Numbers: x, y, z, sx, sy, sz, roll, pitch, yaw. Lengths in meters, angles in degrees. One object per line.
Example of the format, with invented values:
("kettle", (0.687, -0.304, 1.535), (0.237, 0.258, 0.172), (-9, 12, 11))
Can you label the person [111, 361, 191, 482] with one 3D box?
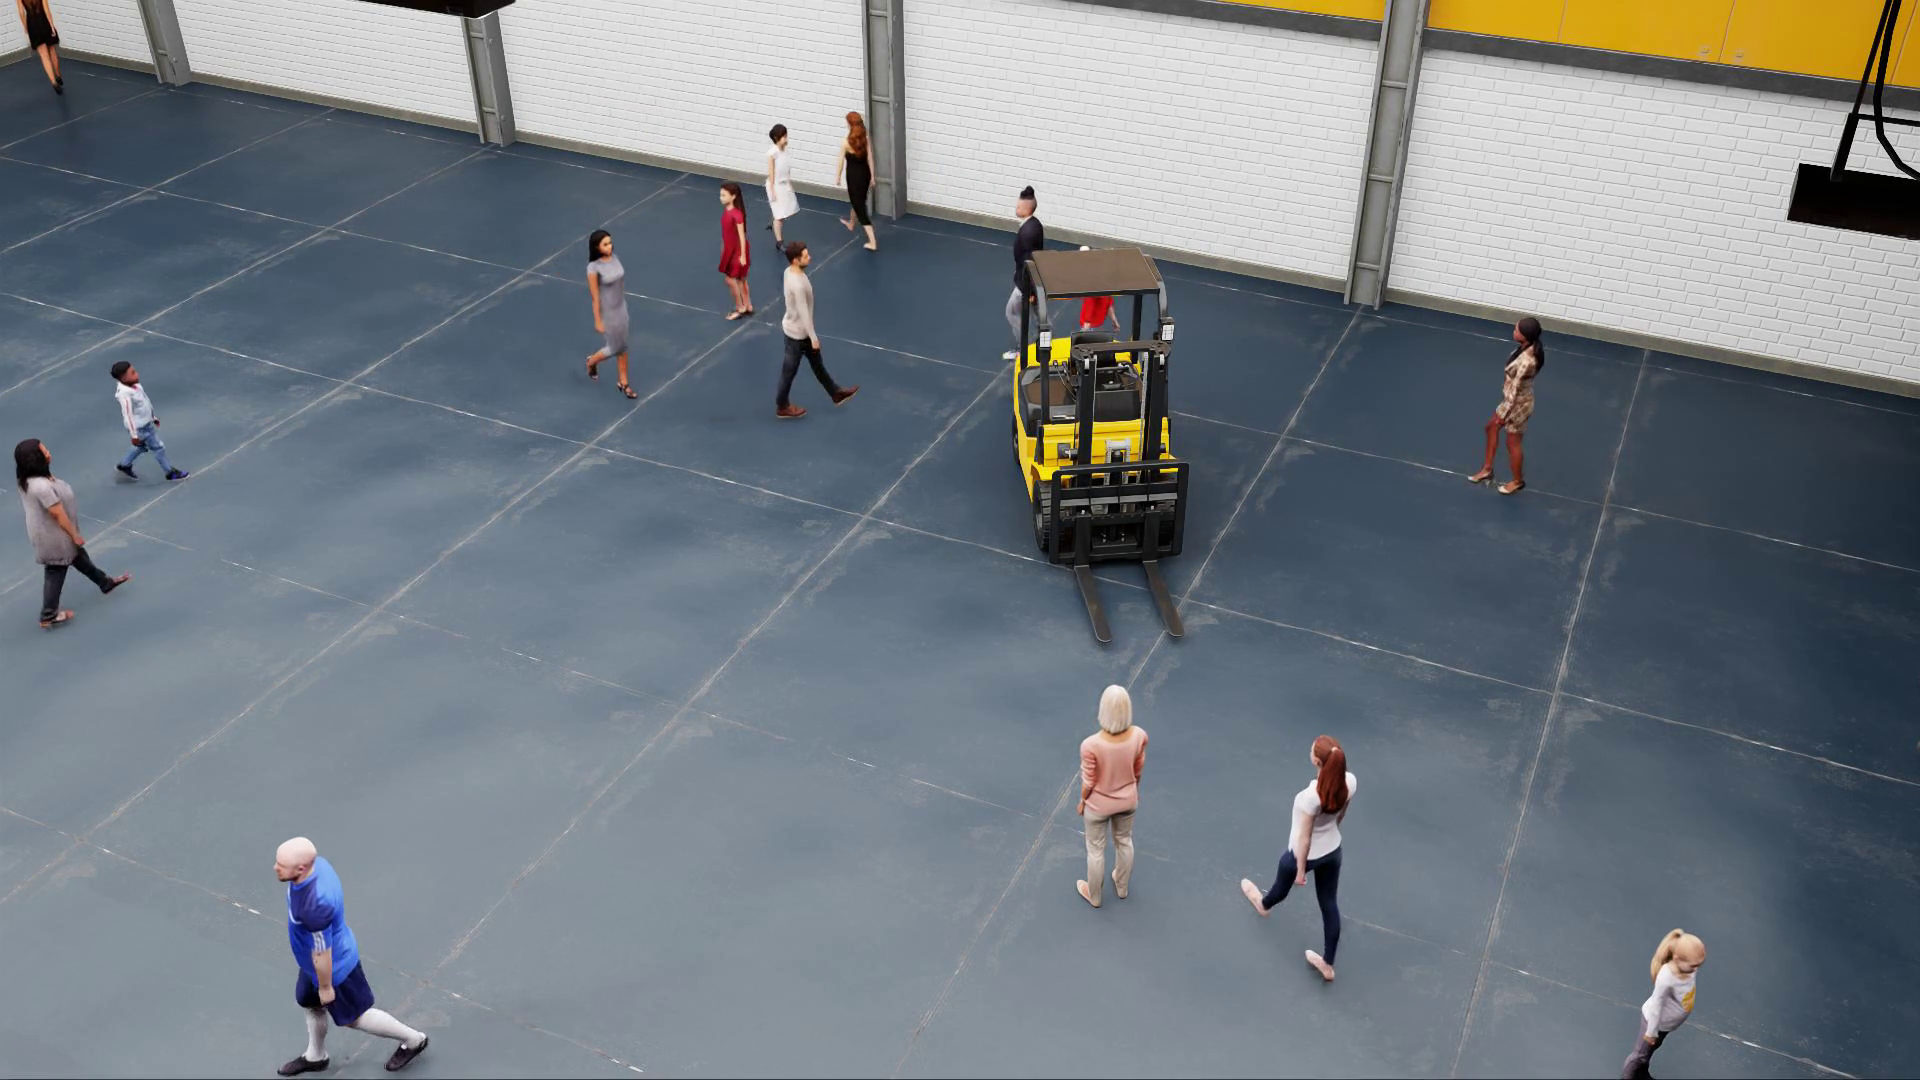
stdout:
("person", (-7.507, -1.064, 15.093), (0.922, 1.246, 0.803), (-8, 34, -11))

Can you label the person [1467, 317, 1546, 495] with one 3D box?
("person", (5.018, -1.143, 14.742), (0.736, 1.768, 0.622), (12, 36, 18))

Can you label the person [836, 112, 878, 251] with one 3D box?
("person", (-1.153, -4.158, 19.452), (0.863, 1.575, 1.155), (-24, 40, -31))

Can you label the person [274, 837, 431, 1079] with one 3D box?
("person", (-3.498, 2.373, 9.414), (1.154, 1.810, 1.137), (-15, 36, -21))

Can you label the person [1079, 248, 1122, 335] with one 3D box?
("person", (1.221, -2.064, 16.209), (0.936, 1.678, 0.719), (8, 34, 12))

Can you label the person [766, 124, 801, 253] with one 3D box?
("person", (-2.171, -4.111, 19.412), (0.697, 1.541, 0.600), (17, 37, 24))

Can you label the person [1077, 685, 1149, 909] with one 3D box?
("person", (0.960, 1.636, 10.598), (0.674, 1.726, 0.731), (-12, 35, -17))

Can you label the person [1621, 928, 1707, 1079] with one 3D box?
("person", (3.958, 2.695, 9.408), (0.561, 1.279, 0.588), (-27, 42, -34))

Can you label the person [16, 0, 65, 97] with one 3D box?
("person", (-13.210, -7.247, 23.905), (1.042, 1.791, 1.177), (-15, 37, -22))

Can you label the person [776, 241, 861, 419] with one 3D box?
("person", (-1.639, -1.977, 15.940), (1.190, 1.830, 1.040), (-6, 34, -9))

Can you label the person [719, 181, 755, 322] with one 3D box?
("person", (-2.347, -3.148, 17.960), (0.771, 1.544, 0.716), (-17, 37, -24))

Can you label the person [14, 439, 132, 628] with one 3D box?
("person", (-7.289, -0.029, 13.245), (1.050, 1.568, 0.895), (27, 42, 35))

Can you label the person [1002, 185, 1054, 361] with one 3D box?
("person", (0.799, -2.647, 16.854), (0.884, 1.933, 0.927), (8, 34, 11))

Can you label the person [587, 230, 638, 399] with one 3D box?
("person", (-3.495, -2.229, 16.375), (0.837, 1.767, 0.635), (19, 38, 26))

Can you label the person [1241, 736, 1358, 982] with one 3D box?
("person", (2.224, 1.975, 10.115), (1.014, 1.695, 1.151), (-16, 37, -23))
